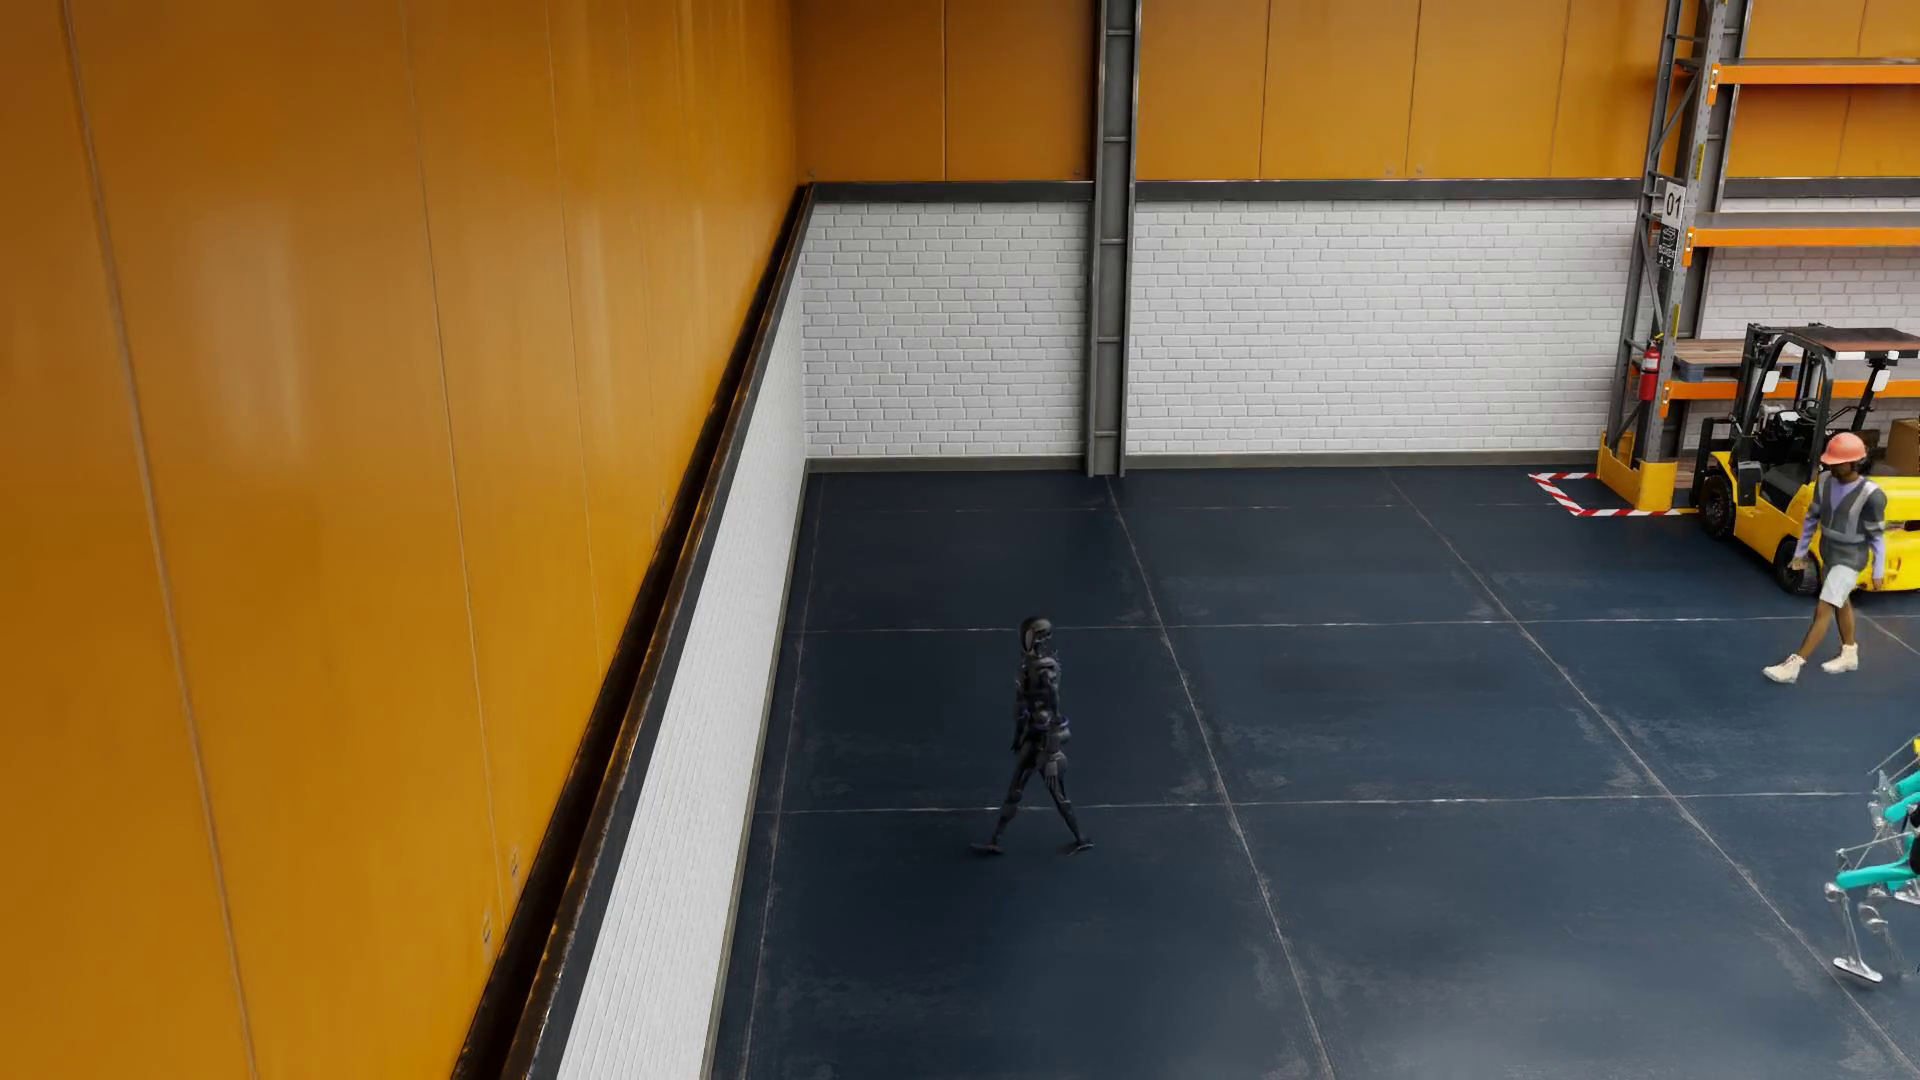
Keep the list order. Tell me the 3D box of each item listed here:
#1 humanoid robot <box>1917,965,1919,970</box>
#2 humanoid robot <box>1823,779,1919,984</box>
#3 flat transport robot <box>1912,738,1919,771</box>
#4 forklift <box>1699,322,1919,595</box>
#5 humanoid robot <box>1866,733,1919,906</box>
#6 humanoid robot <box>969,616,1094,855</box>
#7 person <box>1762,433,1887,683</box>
[{"bbox_3d":[4.969,2.064,7.980,0.620,1.641,0.722,13,24,32],"label":"humanoid robot"},{"bbox_3d":[5.045,1.653,9.028,0.807,1.815,0.534,8,22,20],"label":"humanoid robot"},{"bbox_3d":[7.292,1.588,11.248,1.431,0.231,0.659,9,22,22],"label":"flat transport robot"},{"bbox_3d":[7.809,-0.792,14.926,1.214,2.155,2.313,-1,20,-2],"label":"forklift"},{"bbox_3d":[5.709,1.302,9.885,0.655,1.793,0.535,8,22,21],"label":"humanoid robot"},{"bbox_3d":[0.467,1.240,10.231,0.787,1.622,0.609,-8,22,-20],"label":"humanoid robot"},{"bbox_3d":[6.643,0.148,12.667,1.042,1.984,0.656,-5,21,-13],"label":"person"}]
